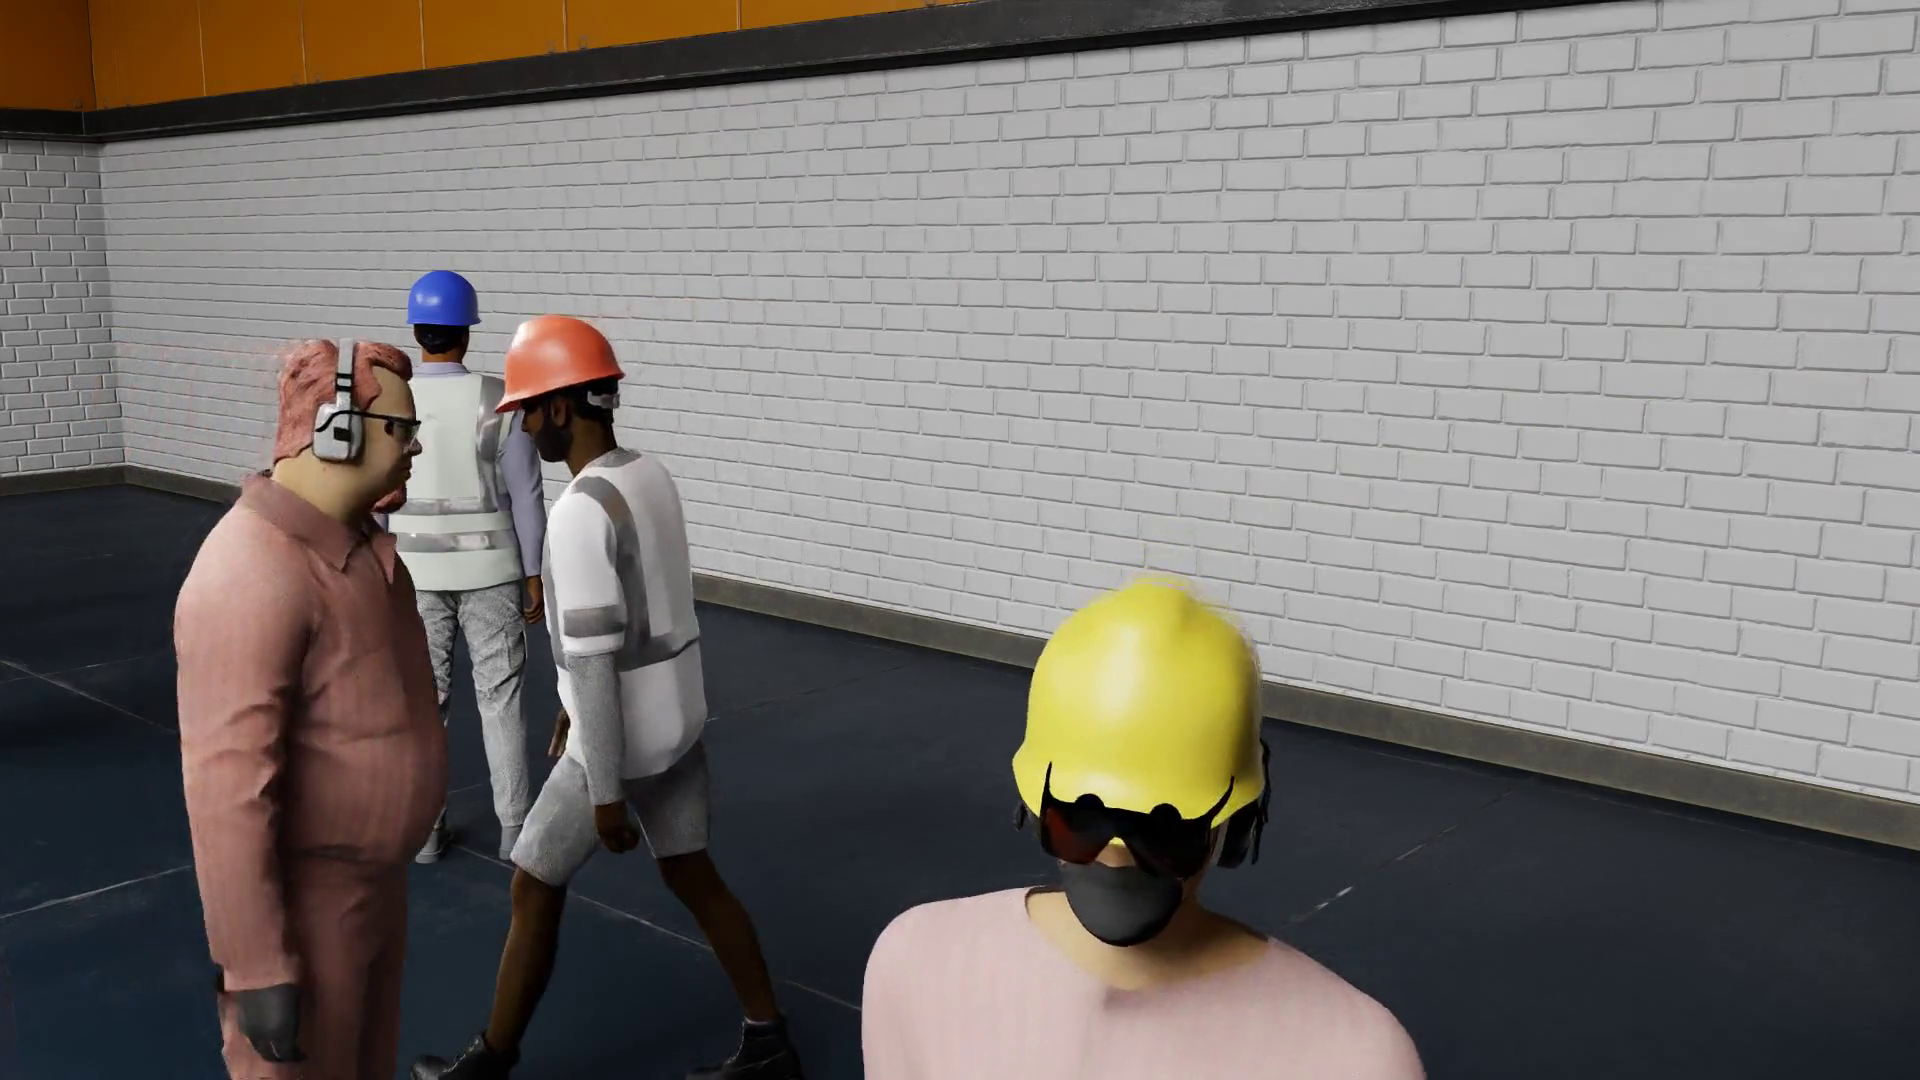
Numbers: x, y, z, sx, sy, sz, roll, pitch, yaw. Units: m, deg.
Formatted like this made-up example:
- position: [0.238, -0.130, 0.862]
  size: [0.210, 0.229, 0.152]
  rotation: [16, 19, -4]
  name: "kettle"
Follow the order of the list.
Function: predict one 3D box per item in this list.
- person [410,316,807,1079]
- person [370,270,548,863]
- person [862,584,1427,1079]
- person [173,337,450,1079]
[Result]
- position: [-0.839, 0.427, 3.822]
  size: [0.916, 1.871, 0.554]
  rotation: [3, 10, 15]
  name: "person"
- position: [-1.652, 0.101, 5.467]
  size: [0.602, 1.949, 0.390]
  rotation: [-1, 10, -3]
  name: "person"
- position: [0.157, 0.881, 1.565]
  size: [0.544, 1.750, 0.577]
  rotation: [4, 11, 23]
  name: "person"
- position: [-1.181, 0.598, 2.856]
  size: [0.614, 1.876, 0.694]
  rotation: [-1, 10, -3]
  name: "person"
